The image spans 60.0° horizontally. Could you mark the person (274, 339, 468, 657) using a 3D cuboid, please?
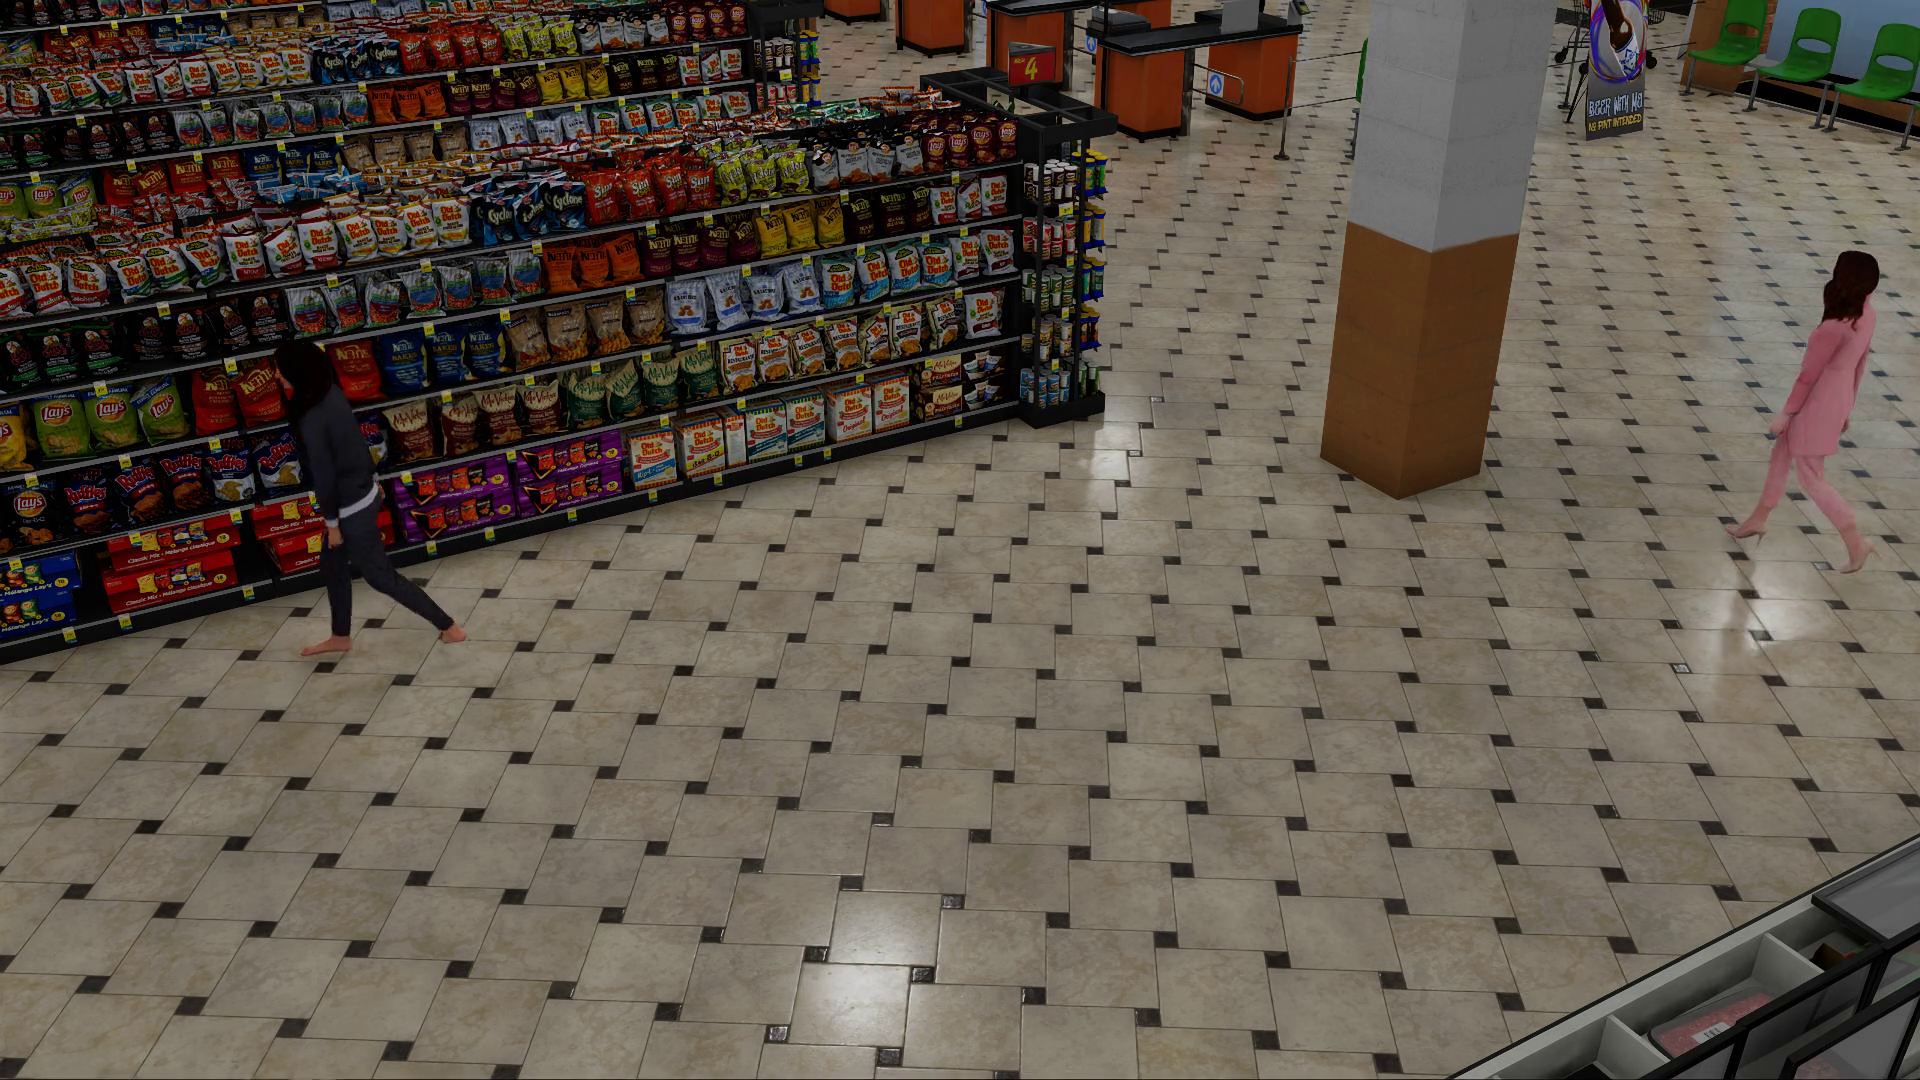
[{"bbox_3d":[-2.877,-0.165,8.108,1.154,1.722,0.885,-2,29,-4],"label":"person"}]

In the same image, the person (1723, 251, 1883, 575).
[{"bbox_3d":[4.681,-0.626,8.906,1.085,1.767,0.822,-23,36,-36],"label":"person"}]
